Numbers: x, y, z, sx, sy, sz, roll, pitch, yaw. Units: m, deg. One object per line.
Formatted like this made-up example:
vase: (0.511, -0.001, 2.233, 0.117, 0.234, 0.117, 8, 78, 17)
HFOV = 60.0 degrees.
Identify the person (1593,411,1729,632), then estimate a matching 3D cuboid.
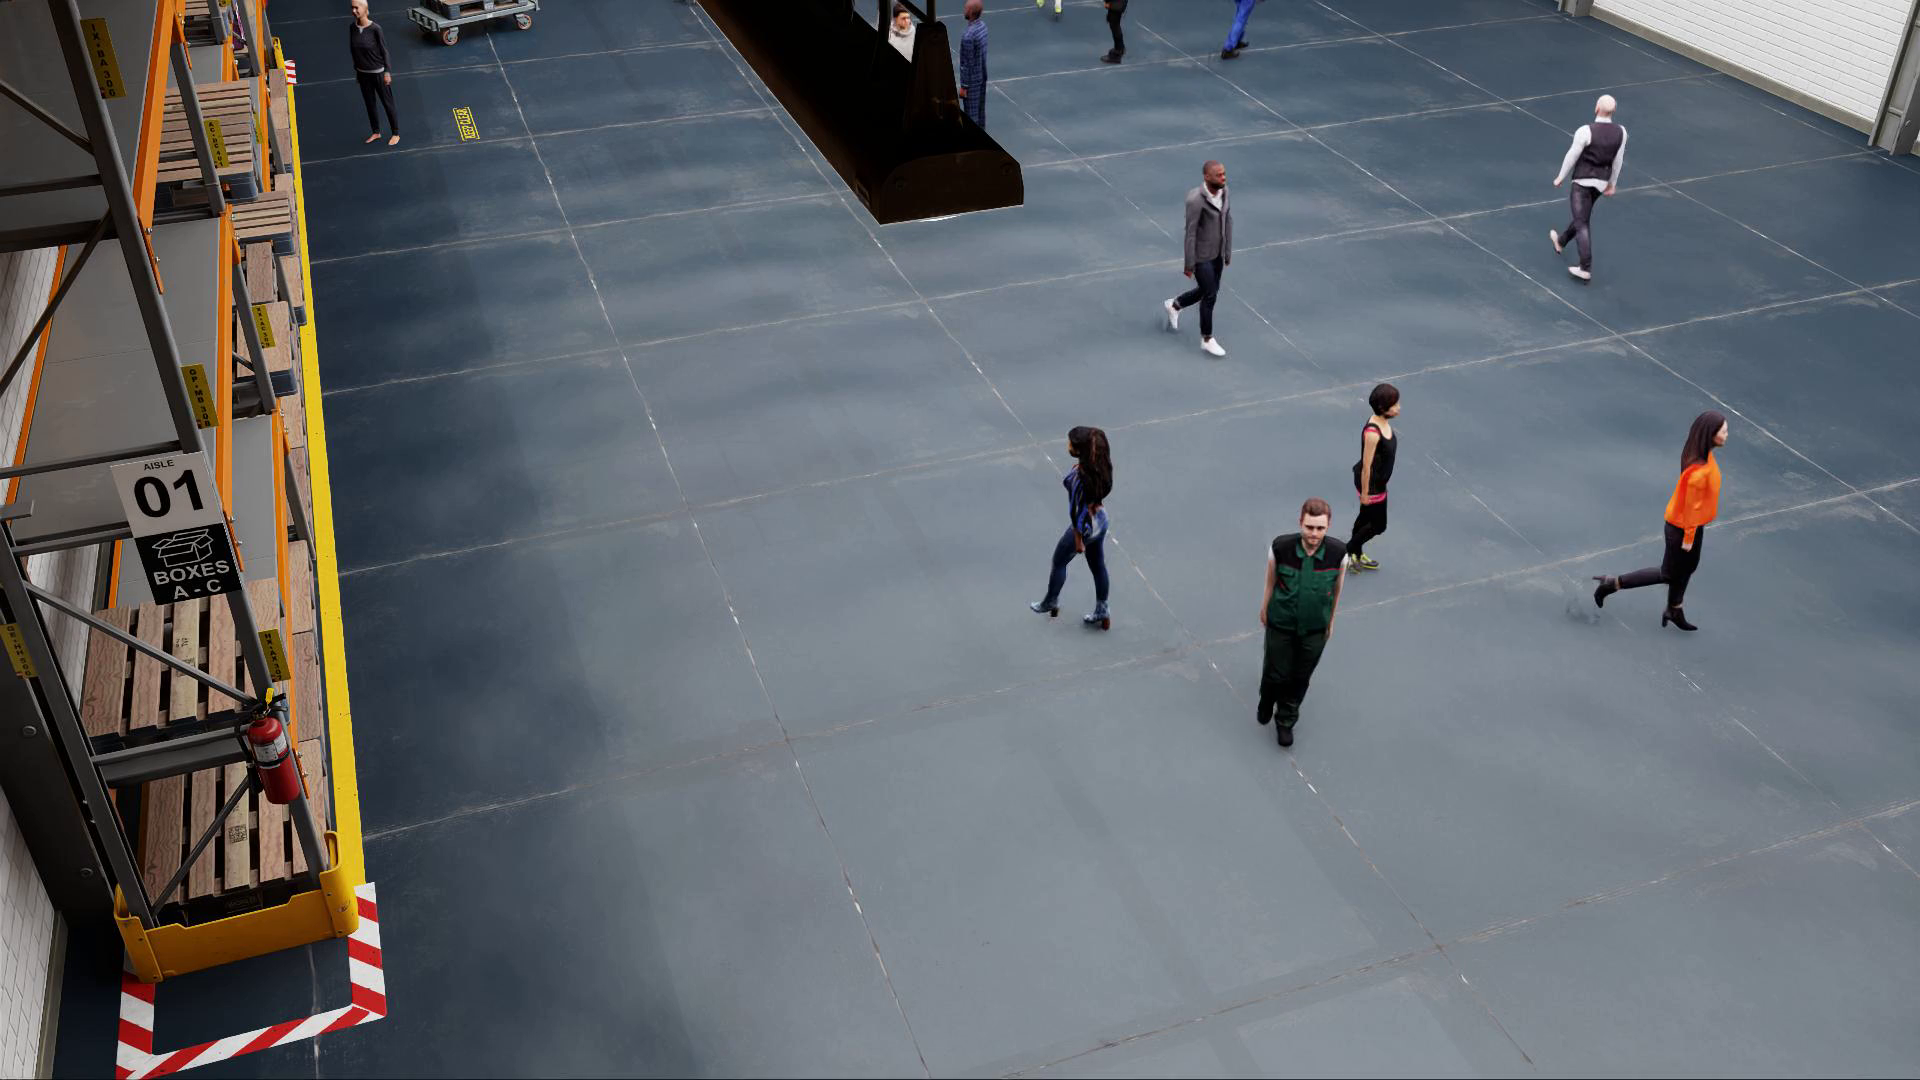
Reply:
person: (4.907, -0.102, 11.467, 1.071, 1.726, 1.000, 15, 36, 21)

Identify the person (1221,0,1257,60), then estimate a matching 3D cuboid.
person: (3.776, -7.307, 22.272, 0.868, 1.763, 0.870, -25, 41, -33)

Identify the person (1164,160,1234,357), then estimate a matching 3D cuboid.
person: (2.184, -2.615, 15.185, 0.988, 1.794, 1.175, -28, 43, -35)

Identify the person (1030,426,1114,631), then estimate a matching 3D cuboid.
person: (0.946, -0.062, 11.521, 0.955, 1.599, 0.875, 20, 38, 27)

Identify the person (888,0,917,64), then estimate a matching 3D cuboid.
person: (-0.726, -5.281, 19.190, 0.913, 1.801, 1.275, -21, 39, -28)

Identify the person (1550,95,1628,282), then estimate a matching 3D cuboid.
person: (6.248, -3.439, 16.438, 0.779, 1.779, 1.194, -8, 35, -12)

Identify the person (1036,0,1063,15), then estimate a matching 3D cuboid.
person: (1.348, -8.510, 24.044, 0.877, 1.804, 1.225, -2, 34, -3)

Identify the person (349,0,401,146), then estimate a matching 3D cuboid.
person: (-6.961, -5.568, 19.689, 0.690, 1.726, 0.696, 7, 34, 10)

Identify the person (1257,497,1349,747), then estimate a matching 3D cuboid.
person: (2.140, 0.468, 10.512, 0.763, 1.832, 0.820, 4, 34, 5)

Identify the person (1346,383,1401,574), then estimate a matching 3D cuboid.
person: (2.939, -0.450, 12.152, 0.726, 1.546, 0.660, 12, 36, 18)

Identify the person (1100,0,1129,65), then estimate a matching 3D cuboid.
person: (2.176, -7.242, 22.171, 0.789, 1.766, 0.714, 12, 35, 17)

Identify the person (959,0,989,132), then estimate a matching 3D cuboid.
person: (0.163, -5.386, 19.331, 0.825, 1.820, 0.750, 12, 35, 17)
